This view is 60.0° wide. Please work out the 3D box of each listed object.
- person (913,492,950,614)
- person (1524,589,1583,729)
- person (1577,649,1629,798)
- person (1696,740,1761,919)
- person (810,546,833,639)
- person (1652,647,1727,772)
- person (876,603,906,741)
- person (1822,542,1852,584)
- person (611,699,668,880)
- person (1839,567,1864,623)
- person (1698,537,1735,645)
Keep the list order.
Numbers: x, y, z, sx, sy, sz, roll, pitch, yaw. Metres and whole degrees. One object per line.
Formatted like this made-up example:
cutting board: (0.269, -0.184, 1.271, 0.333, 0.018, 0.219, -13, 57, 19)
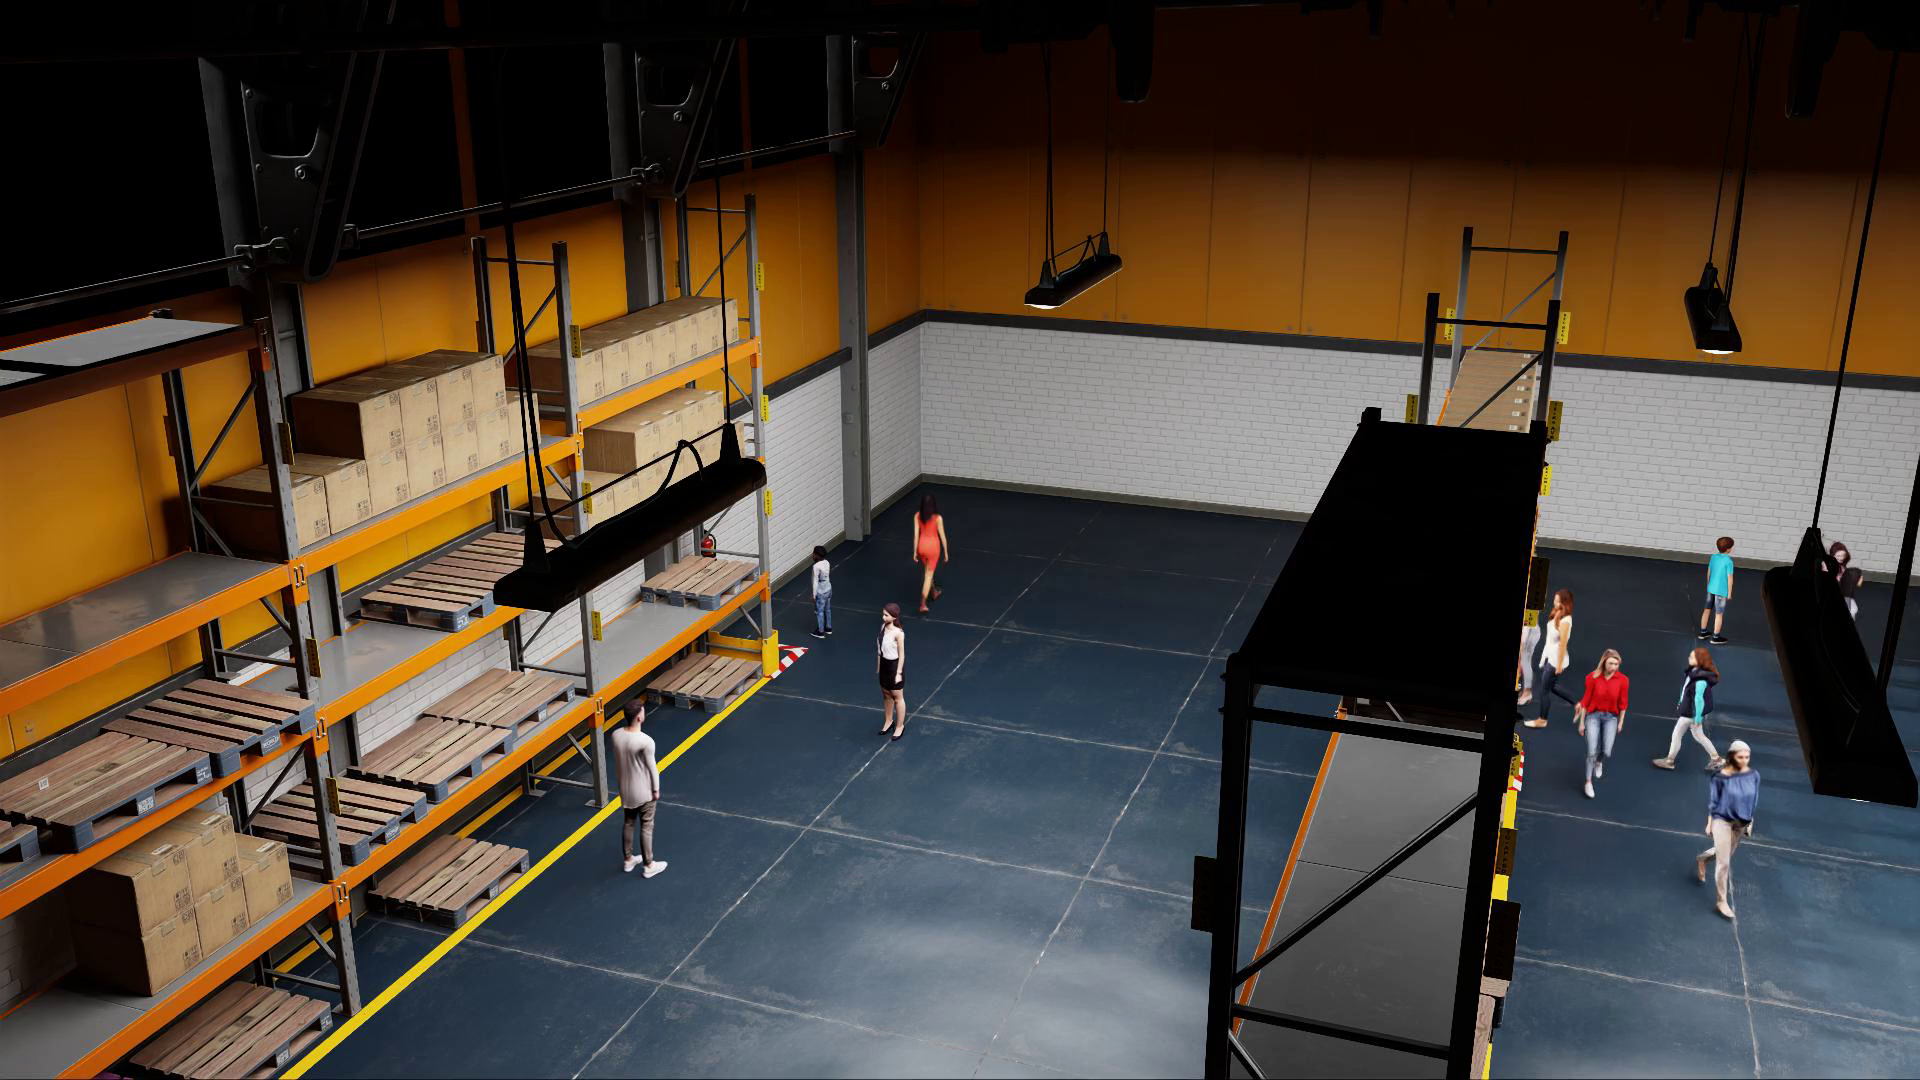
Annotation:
person: (-0.450, 0.208, 22.966, 0.610, 1.676, 1.106, 7, 20, 19)
person: (7.003, 1.401, 19.291, 0.771, 1.760, 0.902, 4, 19, 11)
person: (6.880, 1.914, 17.879, 0.680, 1.690, 0.781, 5, 19, 14)
person: (7.217, 2.651, 15.716, 0.937, 1.672, 1.163, -2, 19, -7)
person: (-1.849, 0.675, 22.233, 0.559, 1.258, 0.460, 10, 21, 28)
person: (8.149, 1.880, 18.314, 0.616, 1.477, 0.896, 7, 20, 20)
person: (-0.785, 1.502, 19.166, 0.641, 1.649, 0.628, -16, 25, -40)
person: (10.828, 0.847, 20.919, 0.888, 1.772, 0.922, 15, 24, 37)
person: (-3.145, 2.402, 16.198, 0.686, 1.837, 0.582, 9, 21, 26)
person: (10.572, 1.155, 20.190, 0.881, 1.652, 1.163, 13, 22, 33)
person: (10.043, 0.641, 22.037, 0.645, 1.449, 0.585, -8, 20, -24)
